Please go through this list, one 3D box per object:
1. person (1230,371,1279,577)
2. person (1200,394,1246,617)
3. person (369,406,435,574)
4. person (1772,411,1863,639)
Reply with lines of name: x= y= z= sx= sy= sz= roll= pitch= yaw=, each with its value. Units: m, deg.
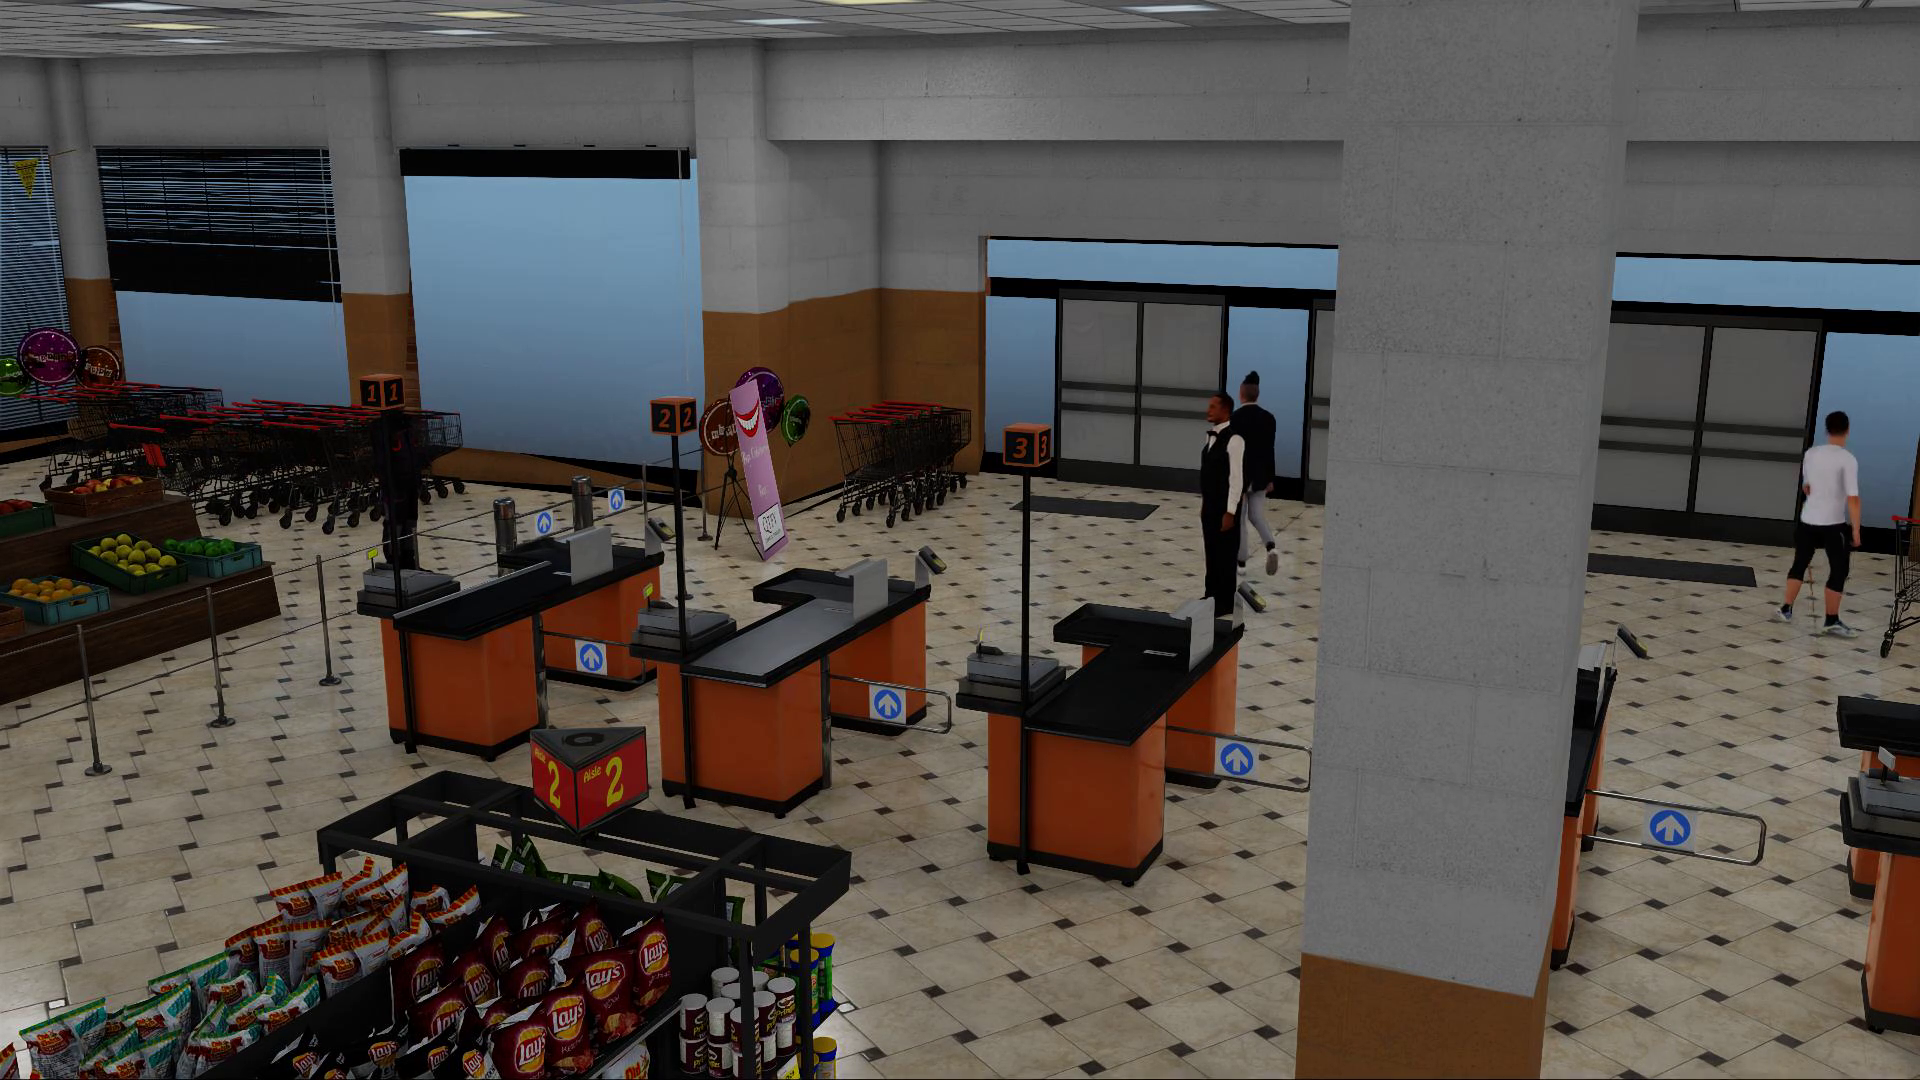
person: x=2.699 y=-0.569 z=15.337 sx=1.073 sy=1.936 sz=1.140 roll=-4 pitch=14 yaw=-18
person: x=2.253 y=-0.312 z=14.319 sx=0.828 sy=1.918 sz=0.763 roll=-5 pitch=14 yaw=-18
person: x=-5.205 y=-0.520 z=15.374 sx=0.811 sy=1.825 sz=0.632 roll=3 pitch=14 yaw=11
person: x=7.193 y=-0.136 z=13.778 sx=1.000 sy=1.831 sz=1.003 roll=-3 pitch=14 yaw=-10
